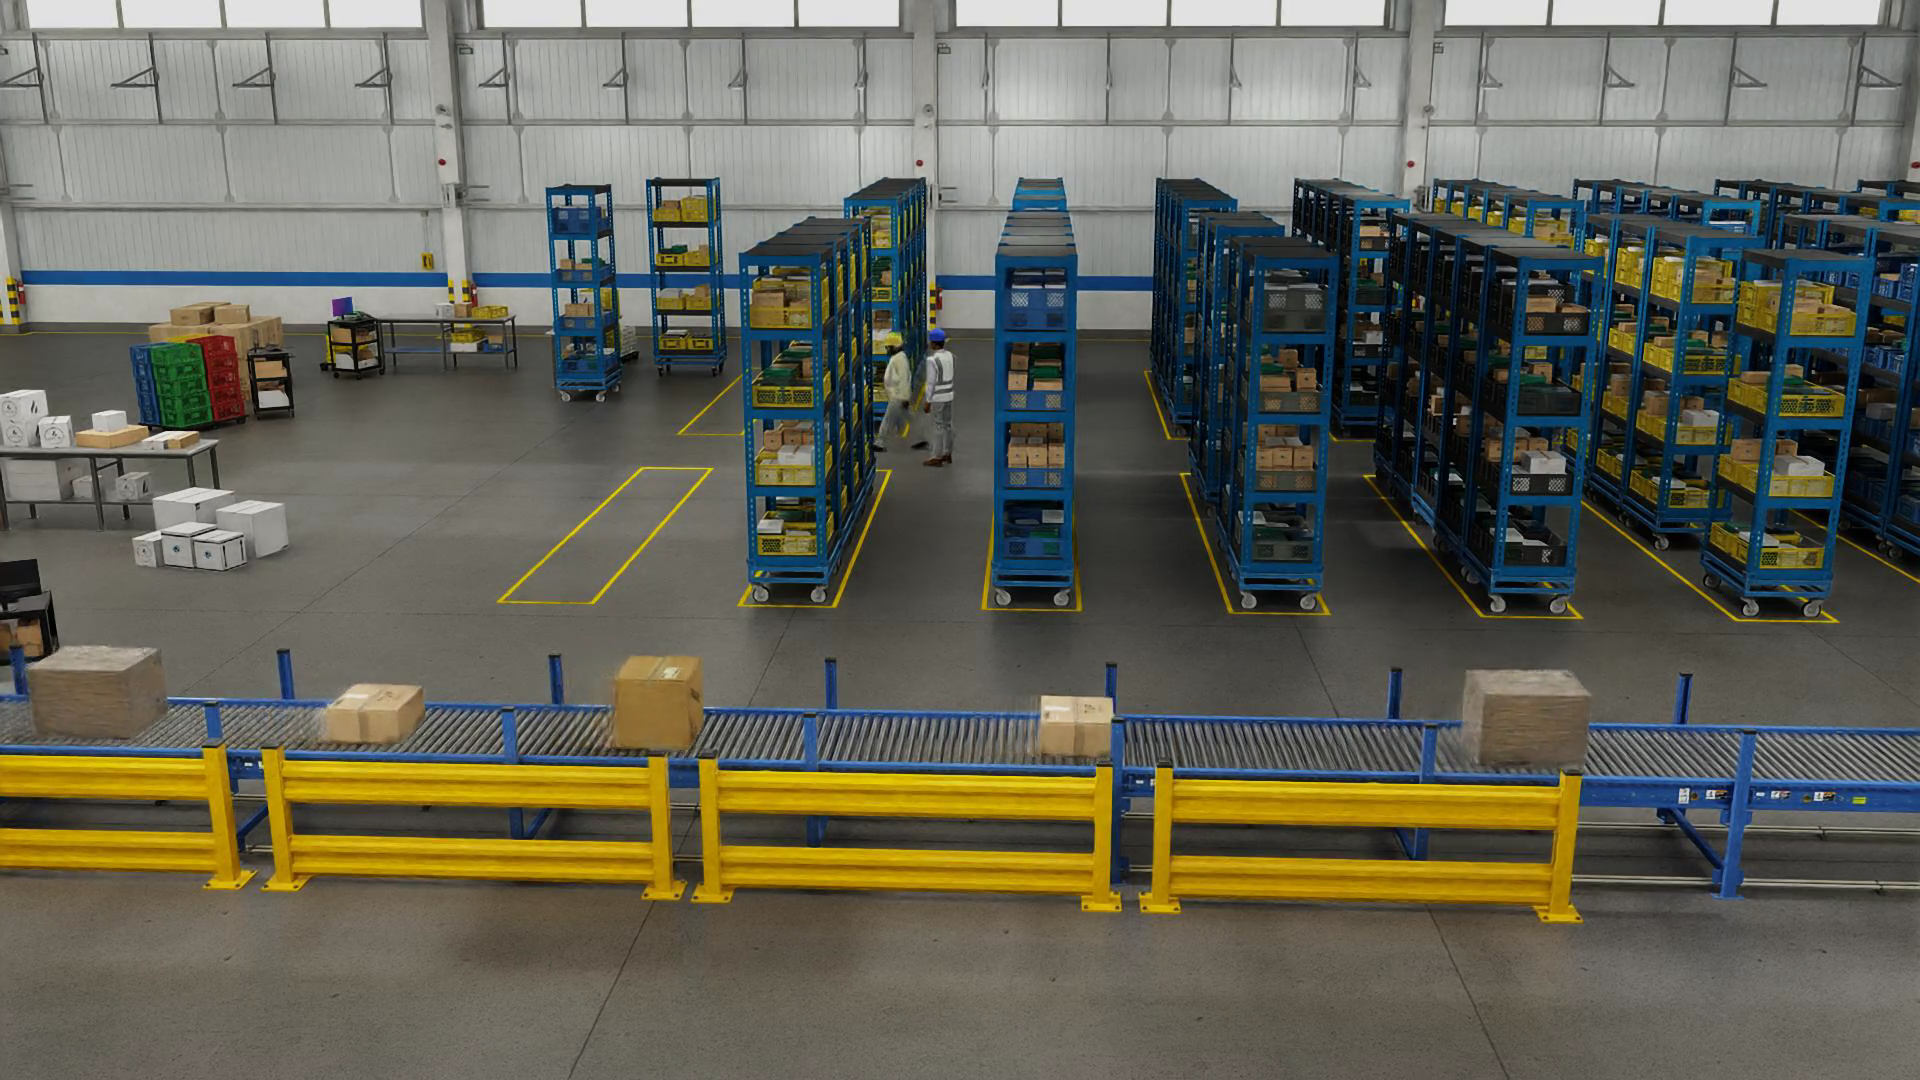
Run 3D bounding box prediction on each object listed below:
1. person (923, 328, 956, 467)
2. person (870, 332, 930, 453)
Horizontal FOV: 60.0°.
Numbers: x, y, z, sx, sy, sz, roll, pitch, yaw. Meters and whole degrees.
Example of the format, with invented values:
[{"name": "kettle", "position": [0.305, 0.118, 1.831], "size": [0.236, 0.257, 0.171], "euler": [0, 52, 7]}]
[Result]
[{"name": "person", "position": [-0.289, -1.995, 23.247], "size": [0.380, 1.951, 0.605], "euler": [9, 18, 31]}, {"name": "person", "position": [-0.887, -2.142, 24.149], "size": [0.981, 1.773, 0.610], "euler": [-2, 15, -6]}]
